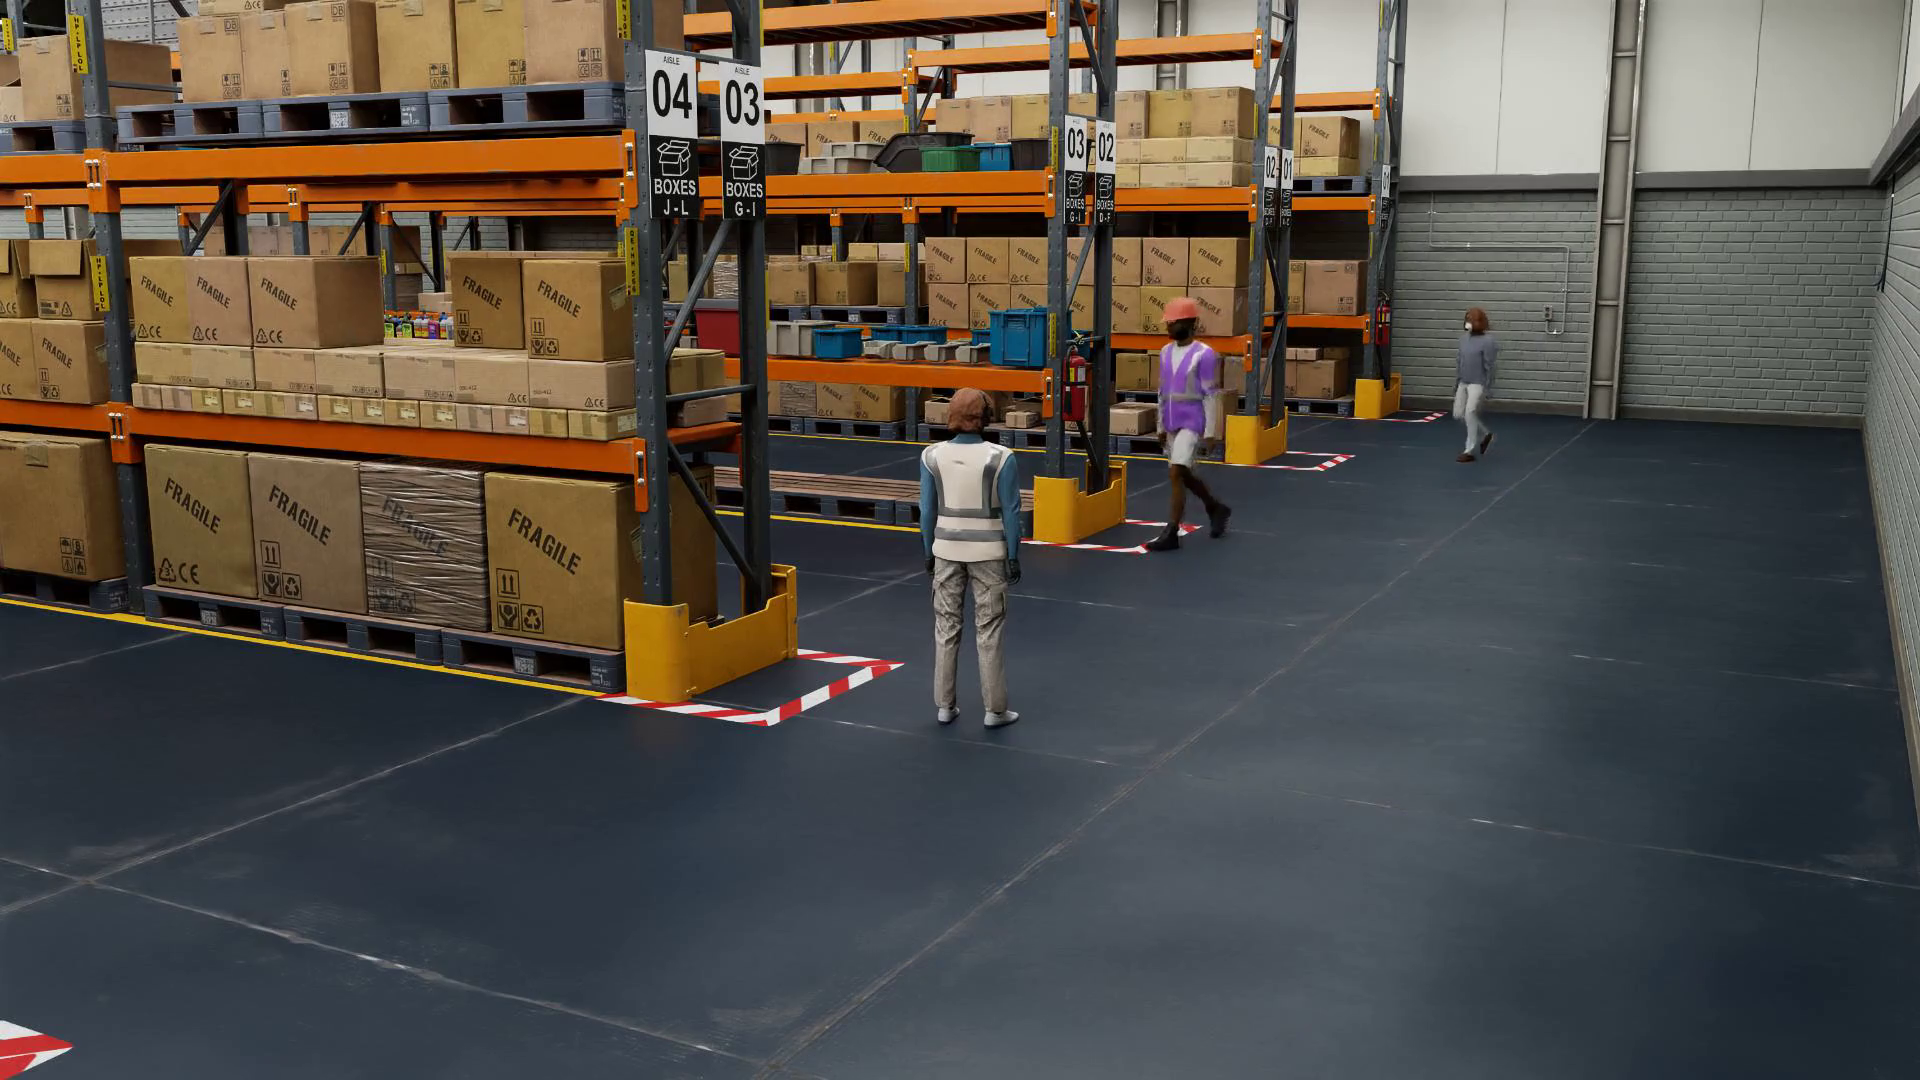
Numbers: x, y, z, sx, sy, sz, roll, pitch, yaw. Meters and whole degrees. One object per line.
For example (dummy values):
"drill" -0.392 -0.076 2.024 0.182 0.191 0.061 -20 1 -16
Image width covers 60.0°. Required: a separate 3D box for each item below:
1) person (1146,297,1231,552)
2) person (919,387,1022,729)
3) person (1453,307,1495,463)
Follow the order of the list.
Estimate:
"person" 1.751 -0.888 12.584 0.901 1.901 0.557 -8 13 -36
"person" 0.050 0.091 7.944 0.514 1.640 0.310 4 11 21
"person" 5.361 -1.610 17.264 0.482 1.618 0.517 -4 11 -22
